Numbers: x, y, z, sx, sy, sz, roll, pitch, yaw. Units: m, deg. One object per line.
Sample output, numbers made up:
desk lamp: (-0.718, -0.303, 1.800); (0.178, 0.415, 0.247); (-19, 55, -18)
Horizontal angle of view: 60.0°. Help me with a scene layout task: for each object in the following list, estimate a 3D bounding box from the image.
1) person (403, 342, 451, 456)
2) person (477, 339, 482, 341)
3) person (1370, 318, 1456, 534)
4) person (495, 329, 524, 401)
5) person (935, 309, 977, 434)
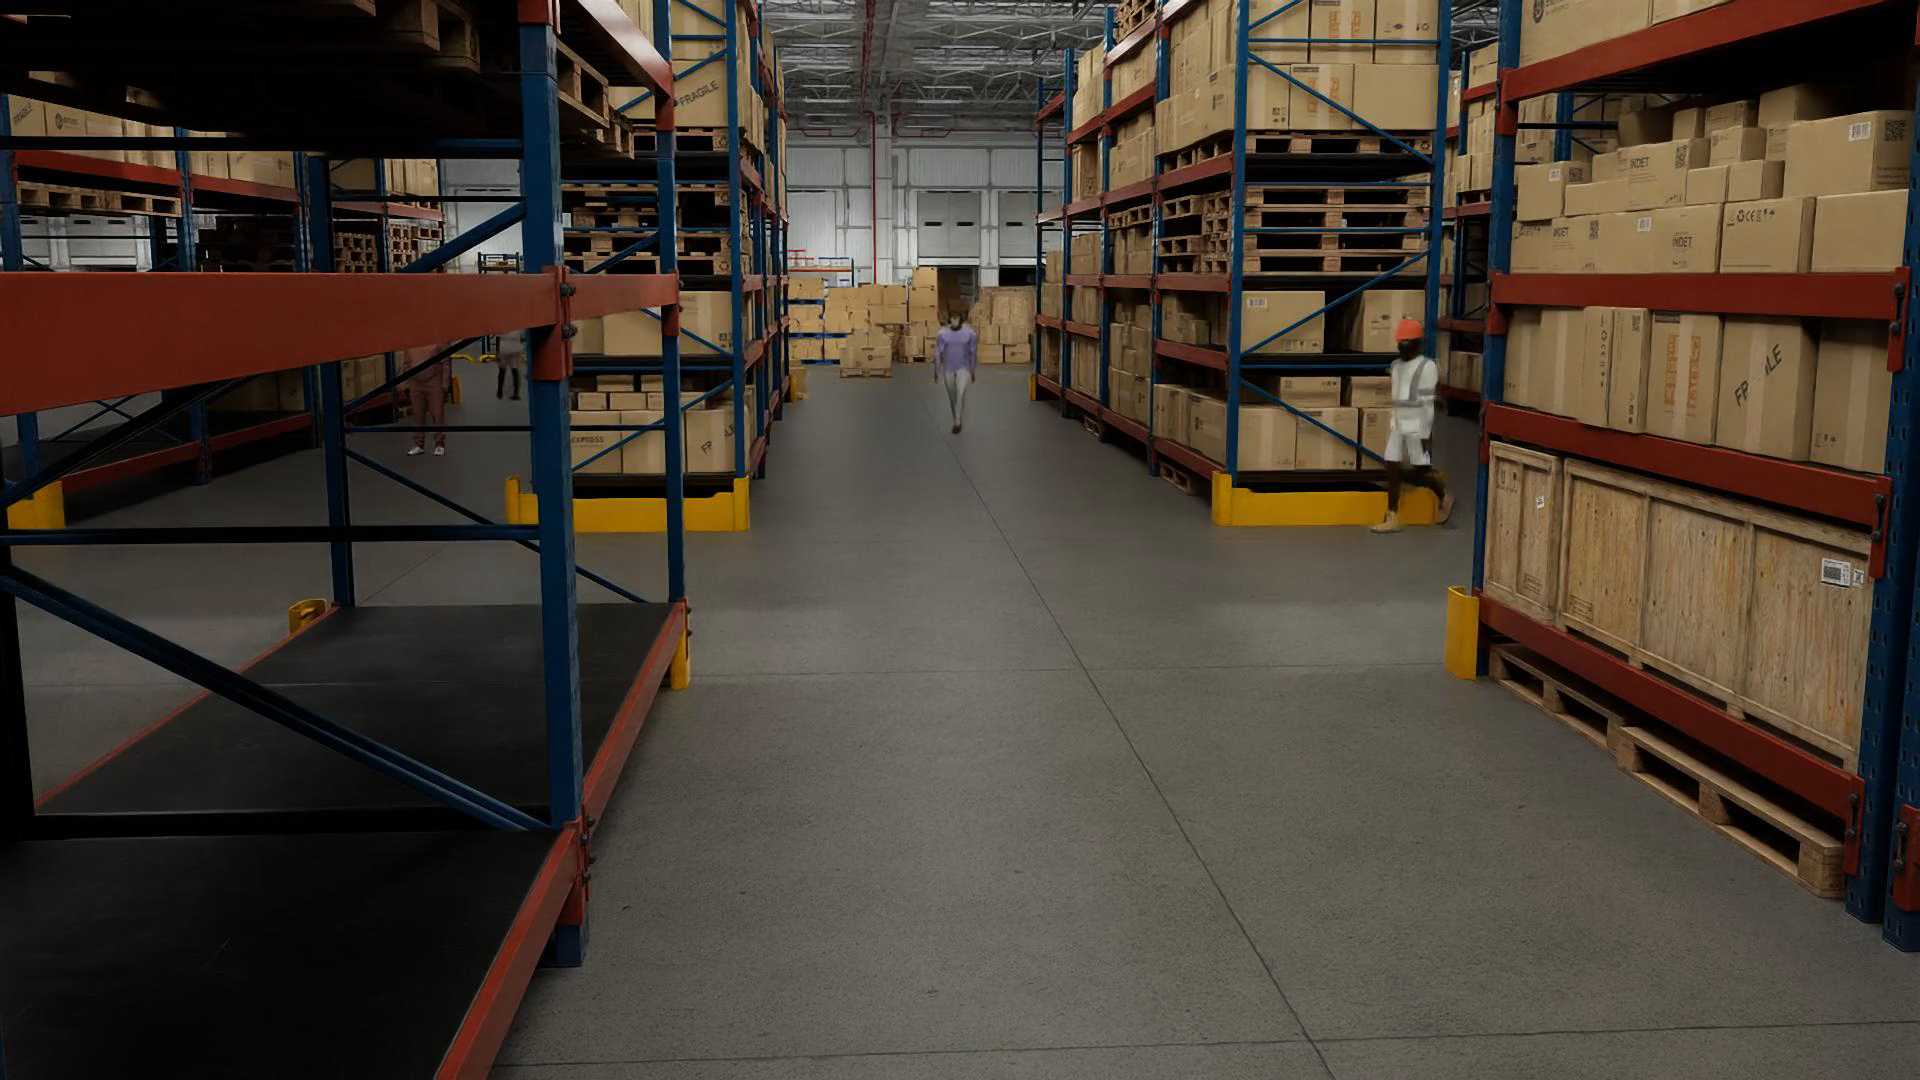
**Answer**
person: (-7.127, -2.073, 22.191); (0.639, 1.911, 0.402); (1, 9, 8)
person: (-17.578, -8.152, 60.436); (0.355, 1.885, 0.575); (-4, 10, -22)
person: (4.273, -1.061, 15.505); (0.865, 2.021, 0.611); (-4, 10, -26)
person: (-8.666, -3.624, 31.929); (0.636, 1.908, 0.877); (-6, 11, -35)
person: (-0.054, -2.593, 25.539); (0.637, 1.904, 1.017); (1, 9, 9)
